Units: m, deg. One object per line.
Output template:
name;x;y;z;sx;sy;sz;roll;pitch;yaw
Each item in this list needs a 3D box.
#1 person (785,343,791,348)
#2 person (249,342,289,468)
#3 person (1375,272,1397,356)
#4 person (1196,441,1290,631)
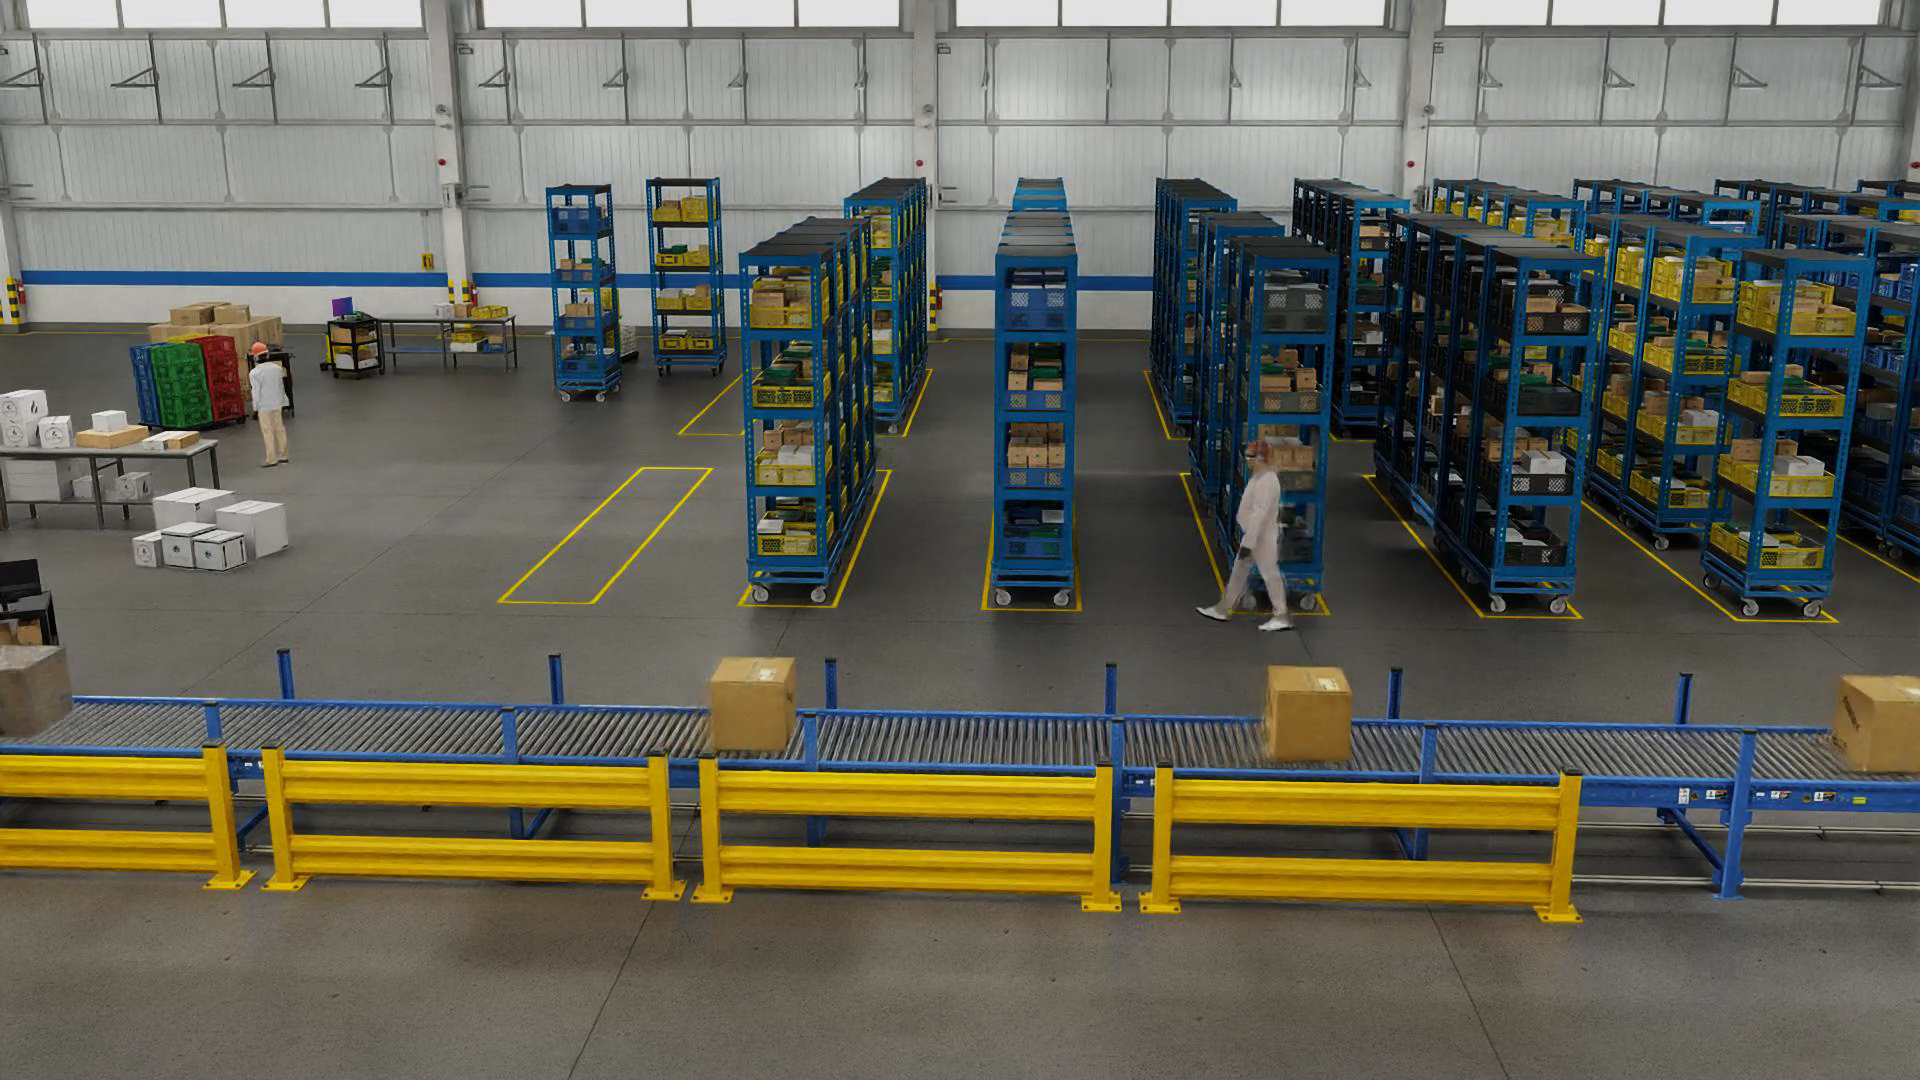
person;-2.274;-1.786;22.688;0.447;1.828;0.598;-3;15;-12
person;-9.672;-1.882;23.205;0.339;1.748;0.564;6;16;21
person;8.261;-4.373;32.405;0.941;1.781;0.608;-3;15;-10
person;2.786;-0.033;16.113;0.958;1.862;0.667;2;15;6
